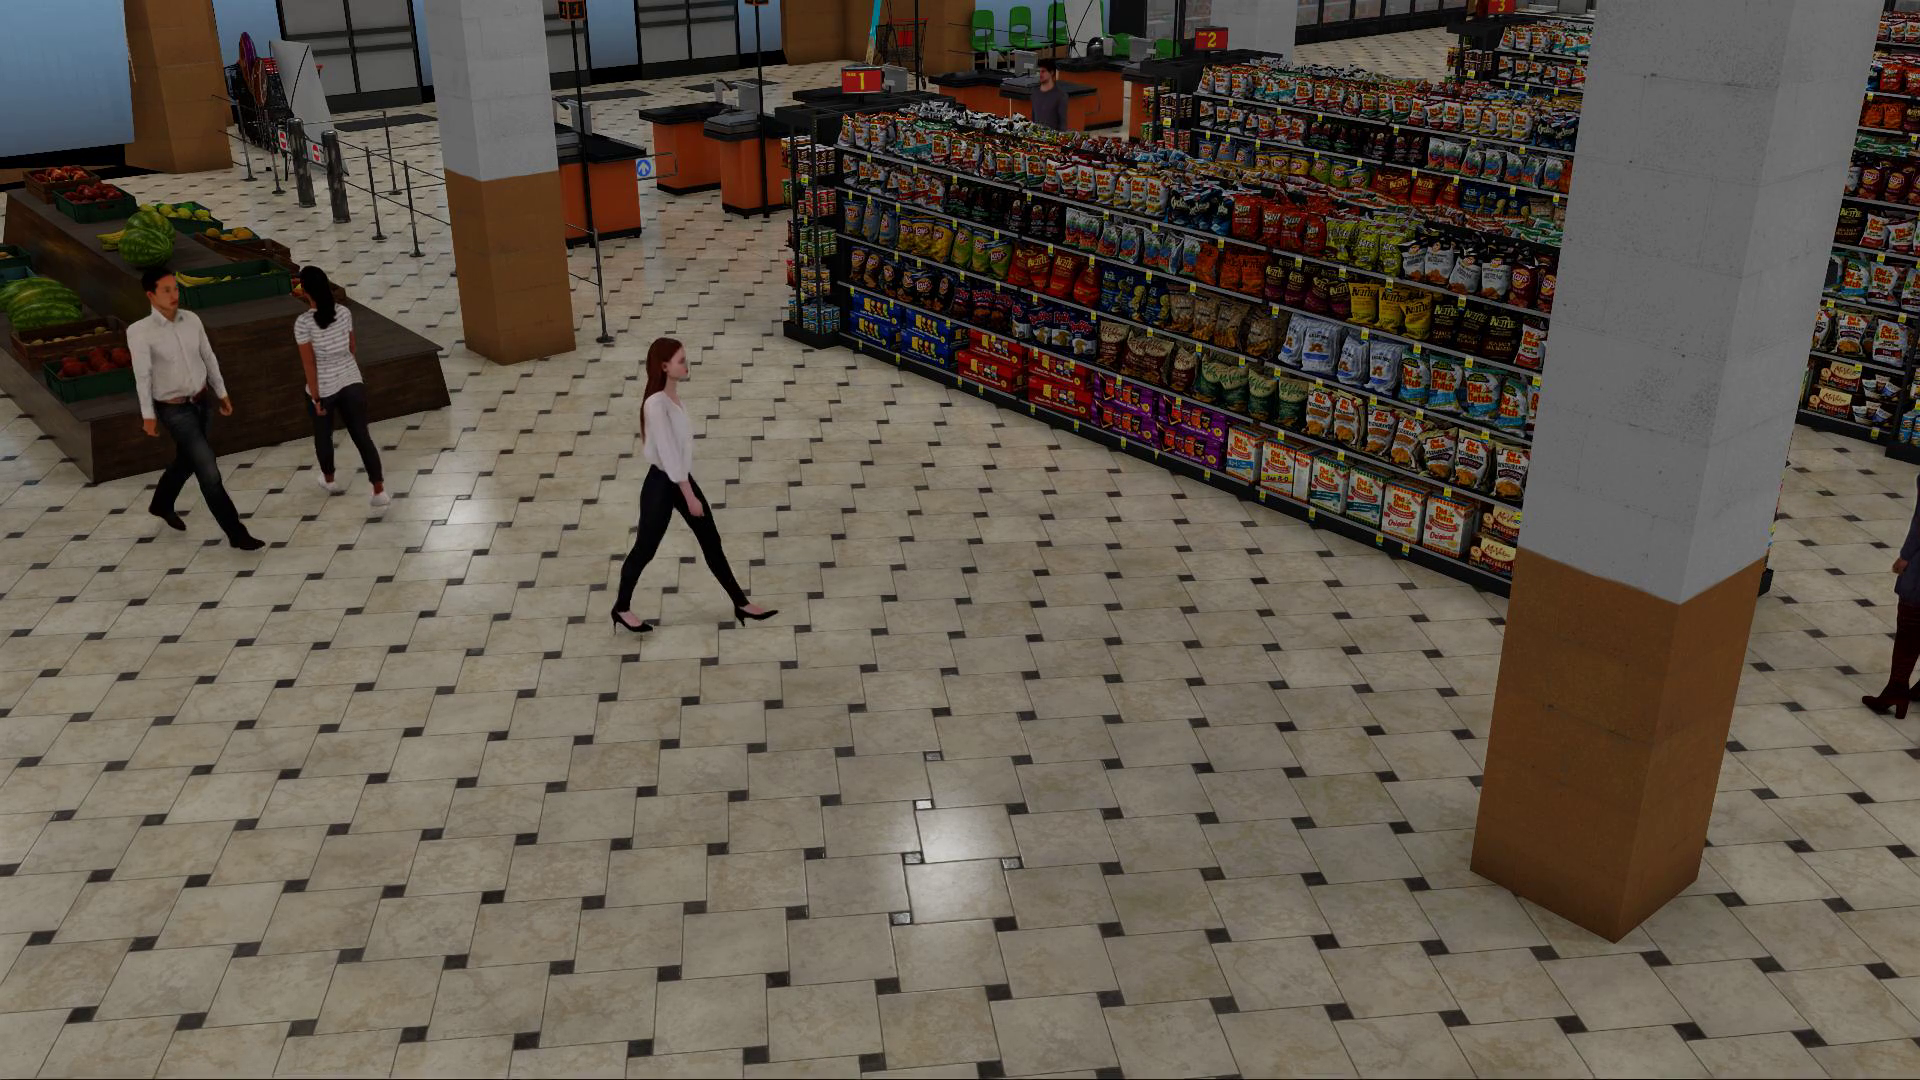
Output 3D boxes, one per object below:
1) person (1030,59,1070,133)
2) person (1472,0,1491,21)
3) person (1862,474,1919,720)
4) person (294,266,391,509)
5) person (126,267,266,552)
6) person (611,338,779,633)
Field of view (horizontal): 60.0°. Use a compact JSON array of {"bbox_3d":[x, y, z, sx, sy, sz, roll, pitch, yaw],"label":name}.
[{"bbox_3d":[1.034,-4.334,18.301,1.130,1.821,0.918,16,28,32],"label":"person"},{"bbox_3d":[8.014,-7.606,25.820,0.631,1.787,0.631,15,28,31],"label":"person"},{"bbox_3d":[4.905,0.087,8.334,0.647,1.711,0.632,-8,25,-17],"label":"person"},{"bbox_3d":[-4.018,-0.954,10.849,0.581,1.603,1.115,-20,31,-38],"label":"person"},{"bbox_3d":[-4.858,-0.802,10.297,1.303,1.768,1.015,11,26,23],"label":"person"},{"bbox_3d":[-1.669,-0.217,9.045,1.190,1.699,1.126,2,24,5],"label":"person"}]
